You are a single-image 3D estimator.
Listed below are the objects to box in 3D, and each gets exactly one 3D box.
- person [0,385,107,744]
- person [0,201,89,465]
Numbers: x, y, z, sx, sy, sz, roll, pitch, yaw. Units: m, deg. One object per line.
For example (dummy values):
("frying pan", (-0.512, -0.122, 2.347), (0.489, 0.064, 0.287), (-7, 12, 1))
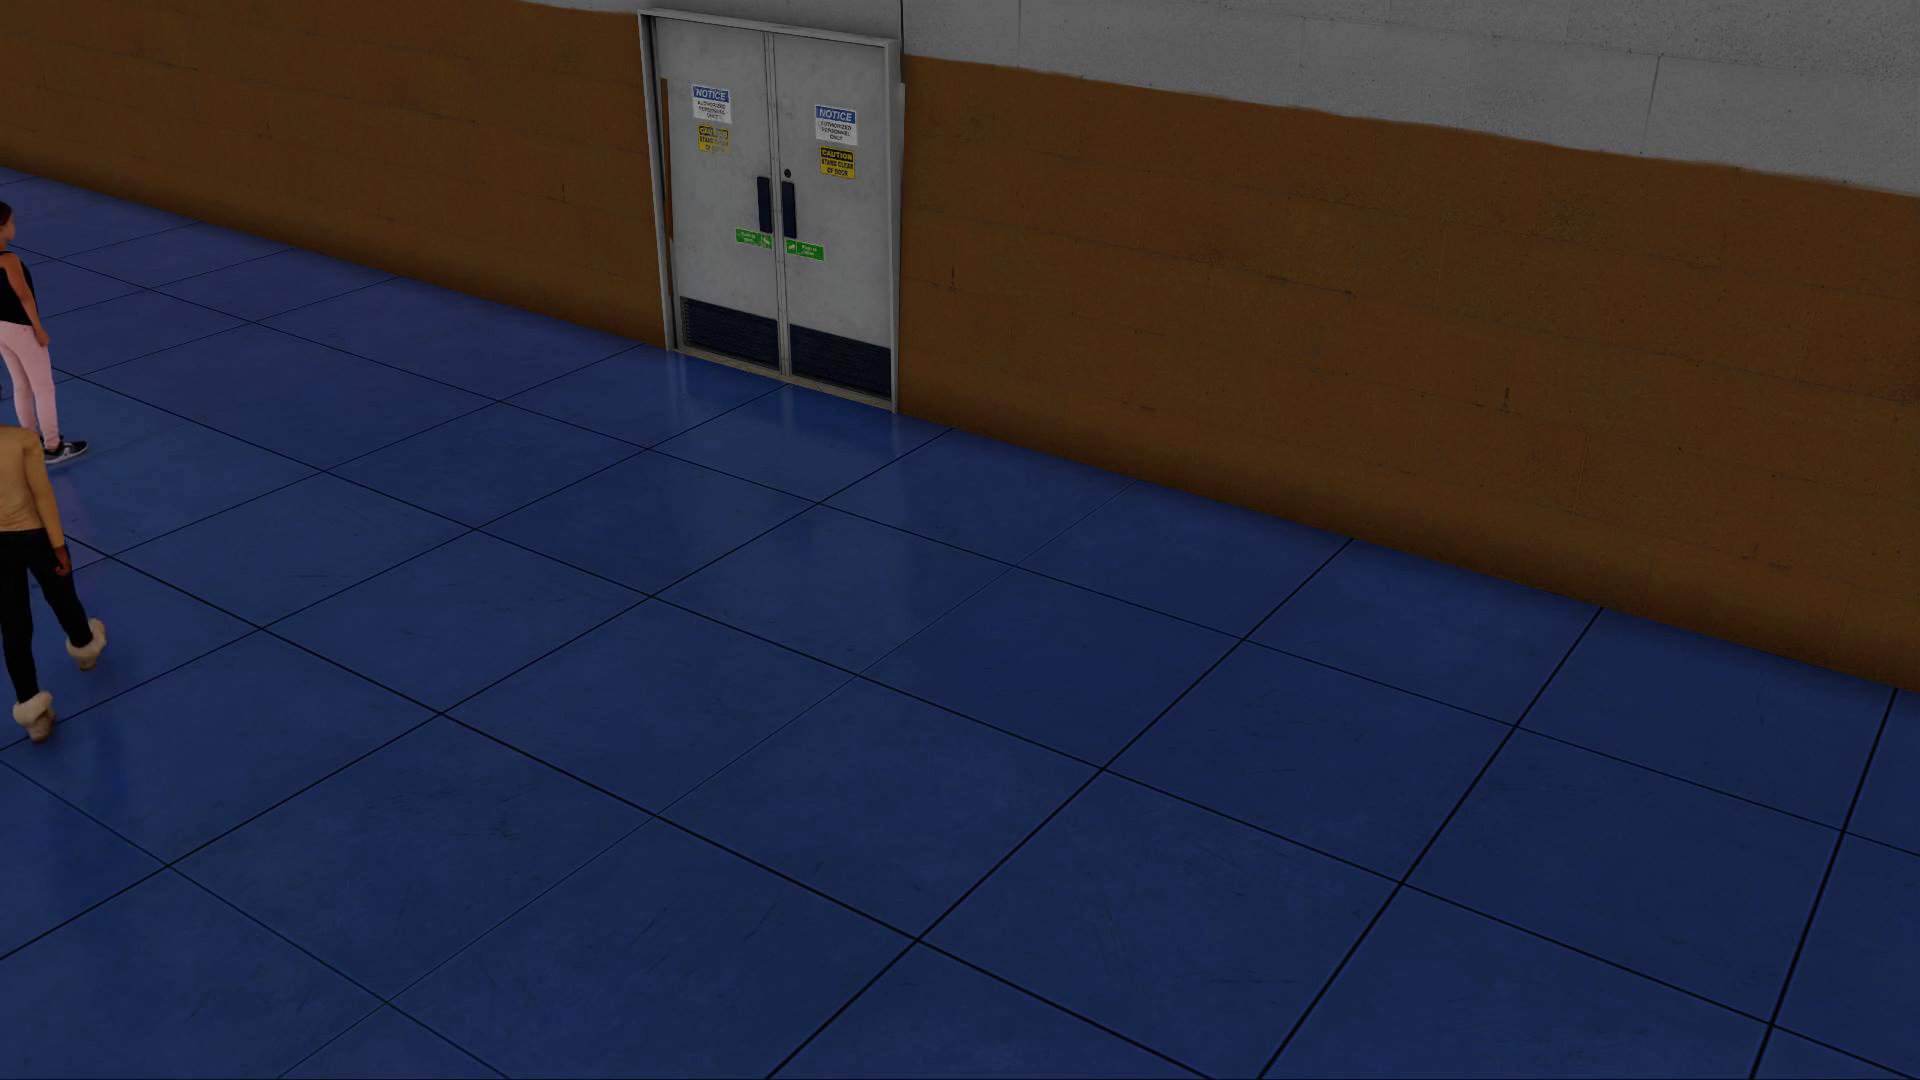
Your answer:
("person", (-4.013, 0.081, 7.060), (1.100, 1.617, 1.087), (-8, 28, -15))
("person", (-5.466, -1.199, 9.645), (0.551, 1.562, 0.554), (13, 30, 24))
